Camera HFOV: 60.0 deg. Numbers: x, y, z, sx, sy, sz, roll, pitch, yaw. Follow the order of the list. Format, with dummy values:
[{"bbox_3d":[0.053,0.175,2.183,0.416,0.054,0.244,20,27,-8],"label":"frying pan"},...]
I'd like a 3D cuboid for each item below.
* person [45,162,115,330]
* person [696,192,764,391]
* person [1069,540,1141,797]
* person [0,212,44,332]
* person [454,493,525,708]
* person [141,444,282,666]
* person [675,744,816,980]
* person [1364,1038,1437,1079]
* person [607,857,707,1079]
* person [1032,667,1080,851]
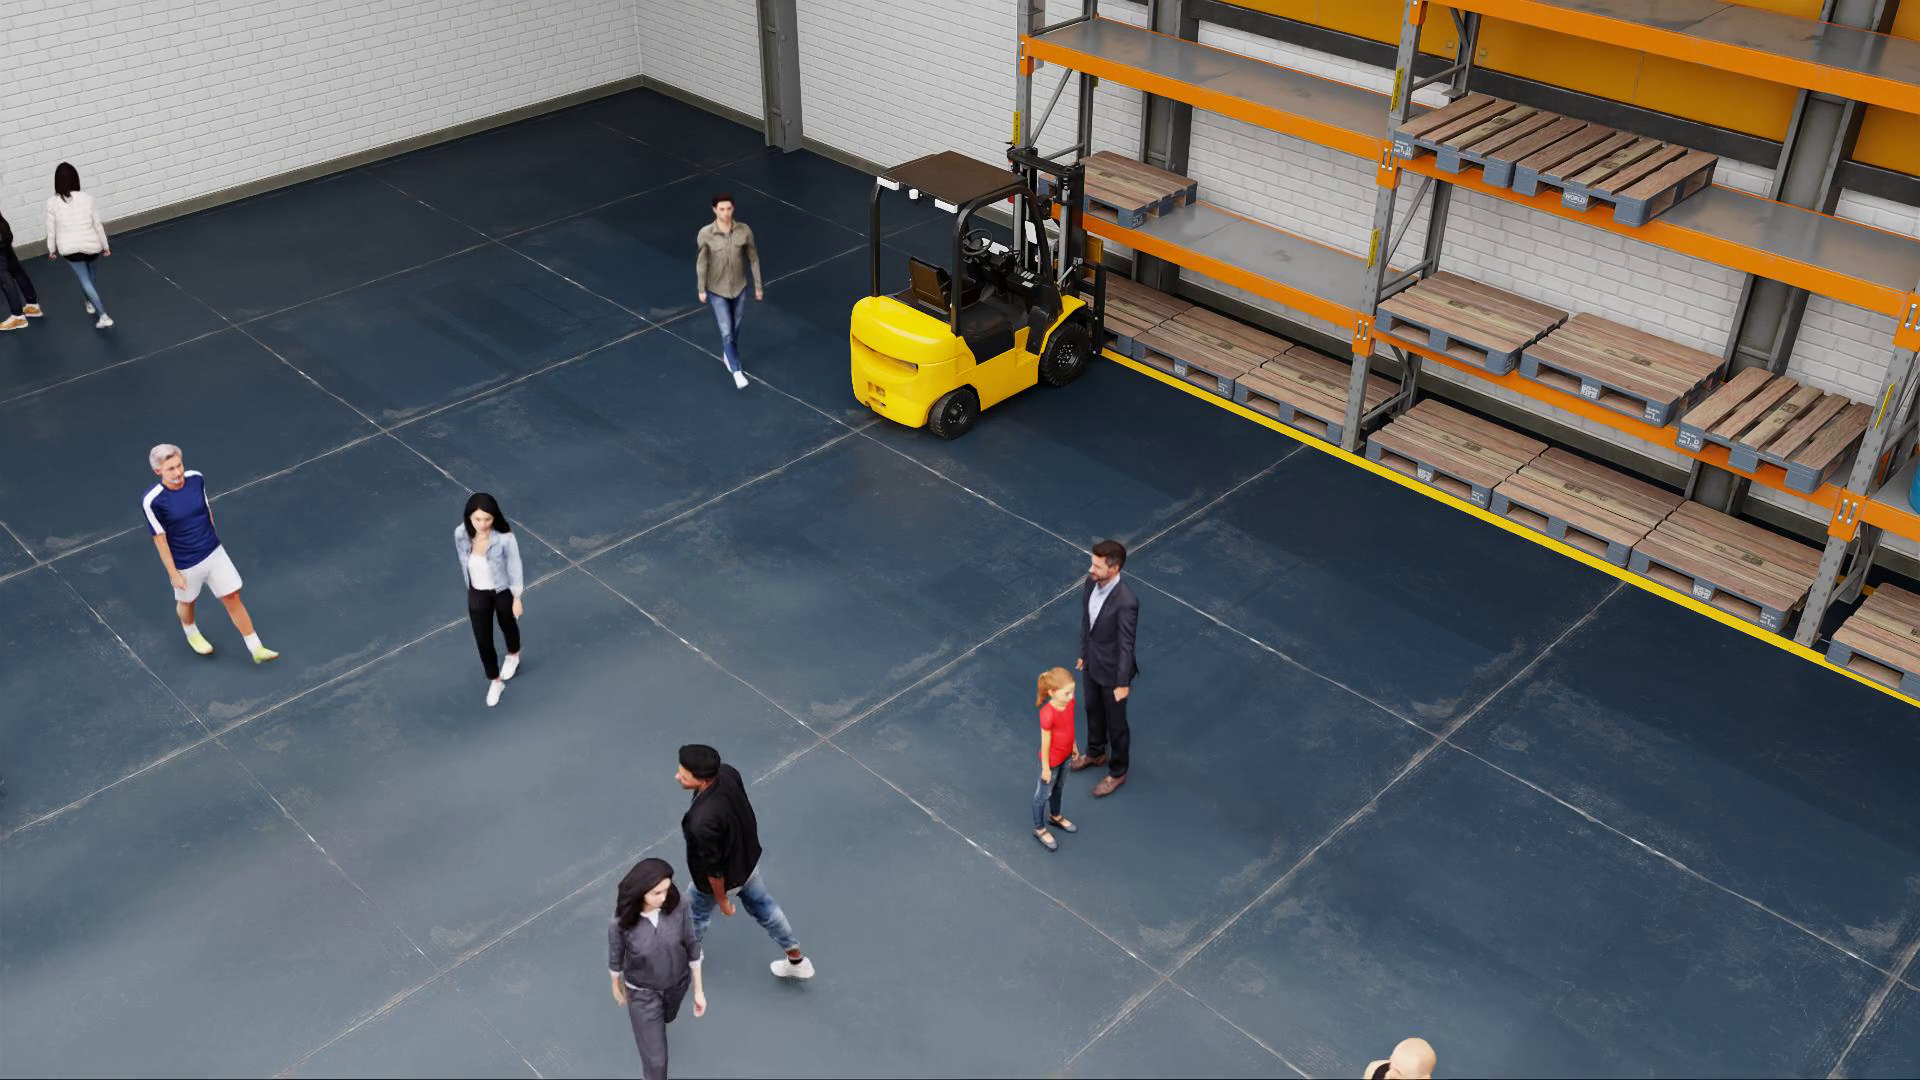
[{"bbox_3d":[-8.608,-2.844,16.317,0.795,1.593,1.090,-23,40,-31],"label":"person"},{"bbox_3d":[-2.156,-2.340,15.354,0.985,1.821,1.237,-14,36,-20],"label":"person"},{"bbox_3d":[0.937,0.787,10.605,0.742,1.870,0.605,-19,38,-26],"label":"person"},{"bbox_3d":[-9.436,-2.995,16.271,0.815,1.896,0.731,-5,34,-7],"label":"person"},{"bbox_3d":[-3.220,0.323,11.487,0.878,1.666,0.929,6,34,9],"label":"person"},{"bbox_3d":[-5.464,0.092,11.726,1.179,1.786,0.789,20,39,28],"label":"person"},{"bbox_3d":[-1.204,1.813,9.165,1.311,1.755,1.029,12,36,18],"label":"person"},{"bbox_3d":[1.936,2.878,7.508,0.757,1.815,0.570,-16,37,-22],"label":"person"},{"bbox_3d":[-1.569,2.234,8.572,0.756,1.710,1.173,-16,37,-23],"label":"person"},{"bbox_3d":[0.580,1.322,10.305,0.519,1.311,0.513,25,41,32],"label":"person"}]
